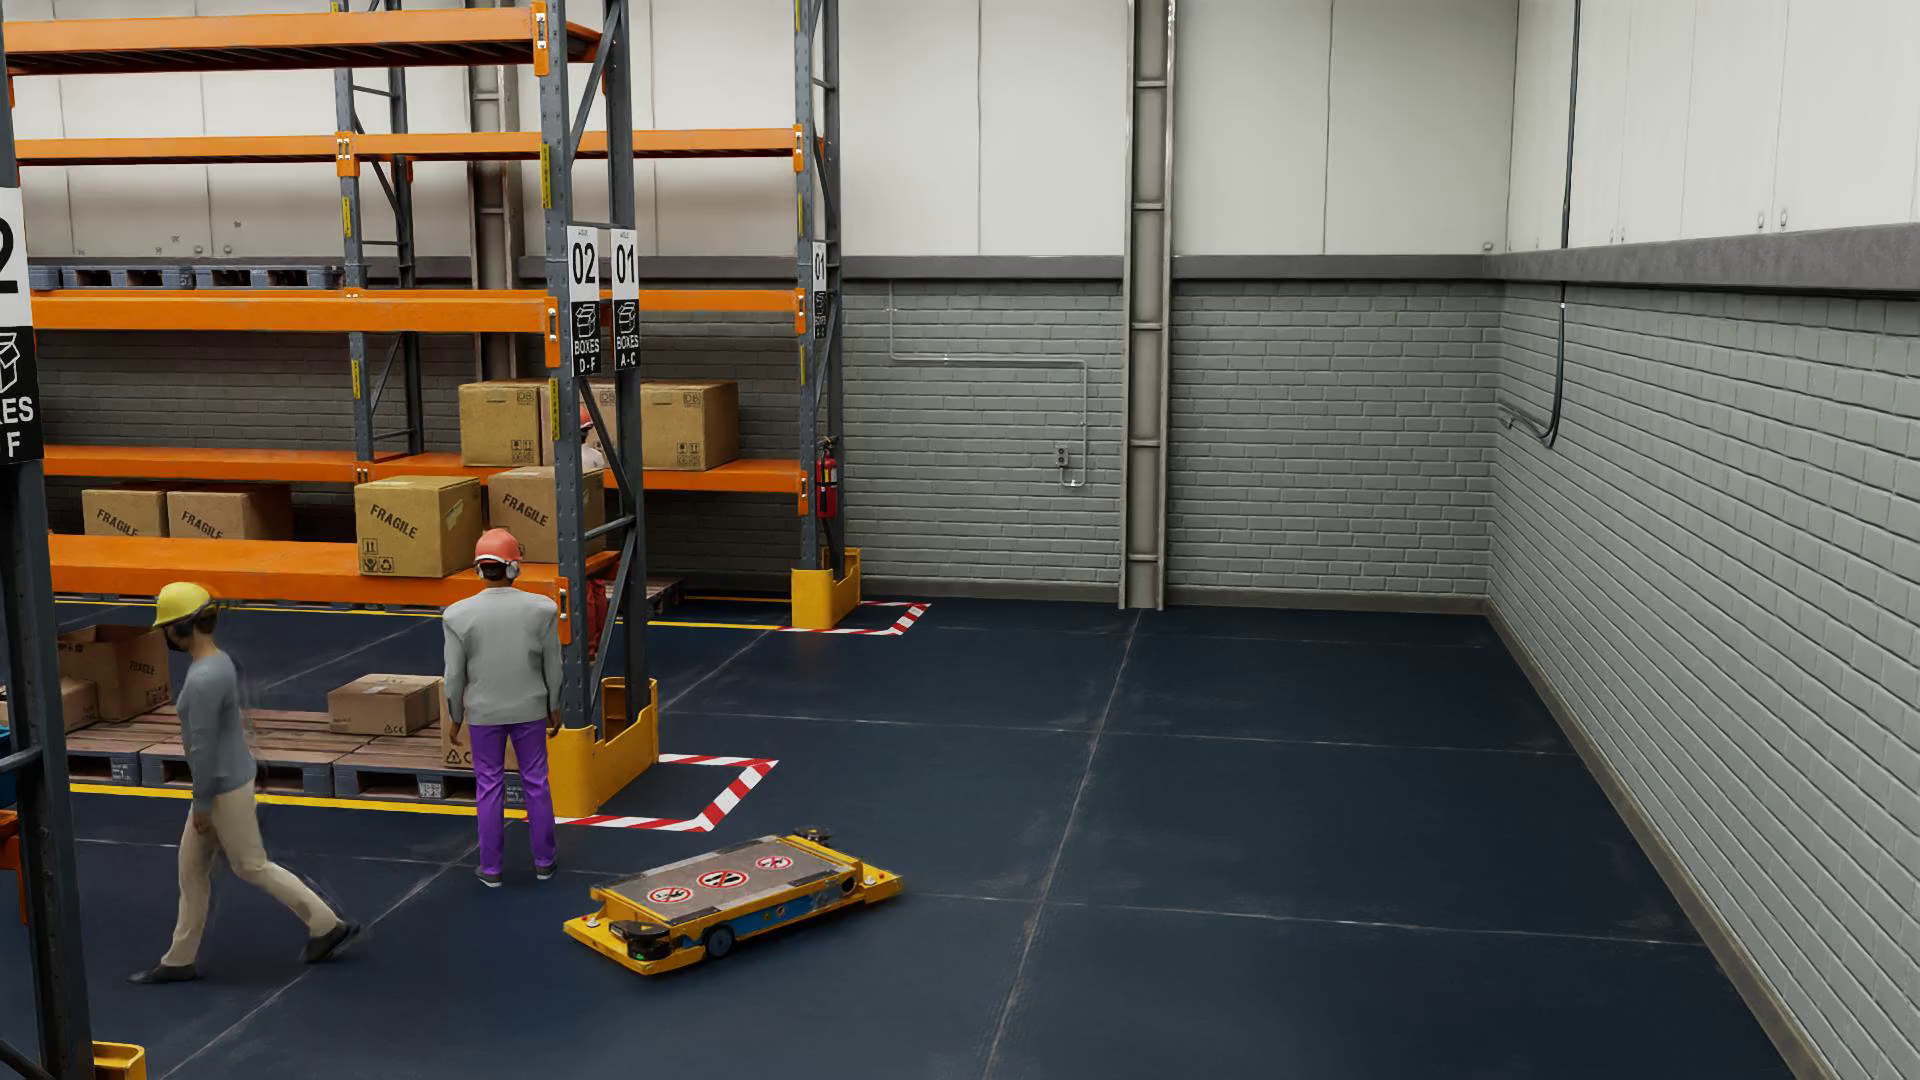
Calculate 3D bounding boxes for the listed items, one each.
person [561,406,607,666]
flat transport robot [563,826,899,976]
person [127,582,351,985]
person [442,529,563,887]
[{"bbox_3d":[-2.890,-0.036,12.649,0.375,1.995,0.609,1,9,8],"label":"person"},{"bbox_3d":[-1.028,1.628,7.657,1.431,0.197,0.652,-9,13,-43],"label":"flat transport robot"},{"bbox_3d":[-3.064,1.016,7.017,0.855,1.713,0.548,-4,10,-22],"label":"person"},{"bbox_3d":[-2.225,0.815,8.128,0.564,1.747,0.339,-3,10,-20],"label":"person"}]
